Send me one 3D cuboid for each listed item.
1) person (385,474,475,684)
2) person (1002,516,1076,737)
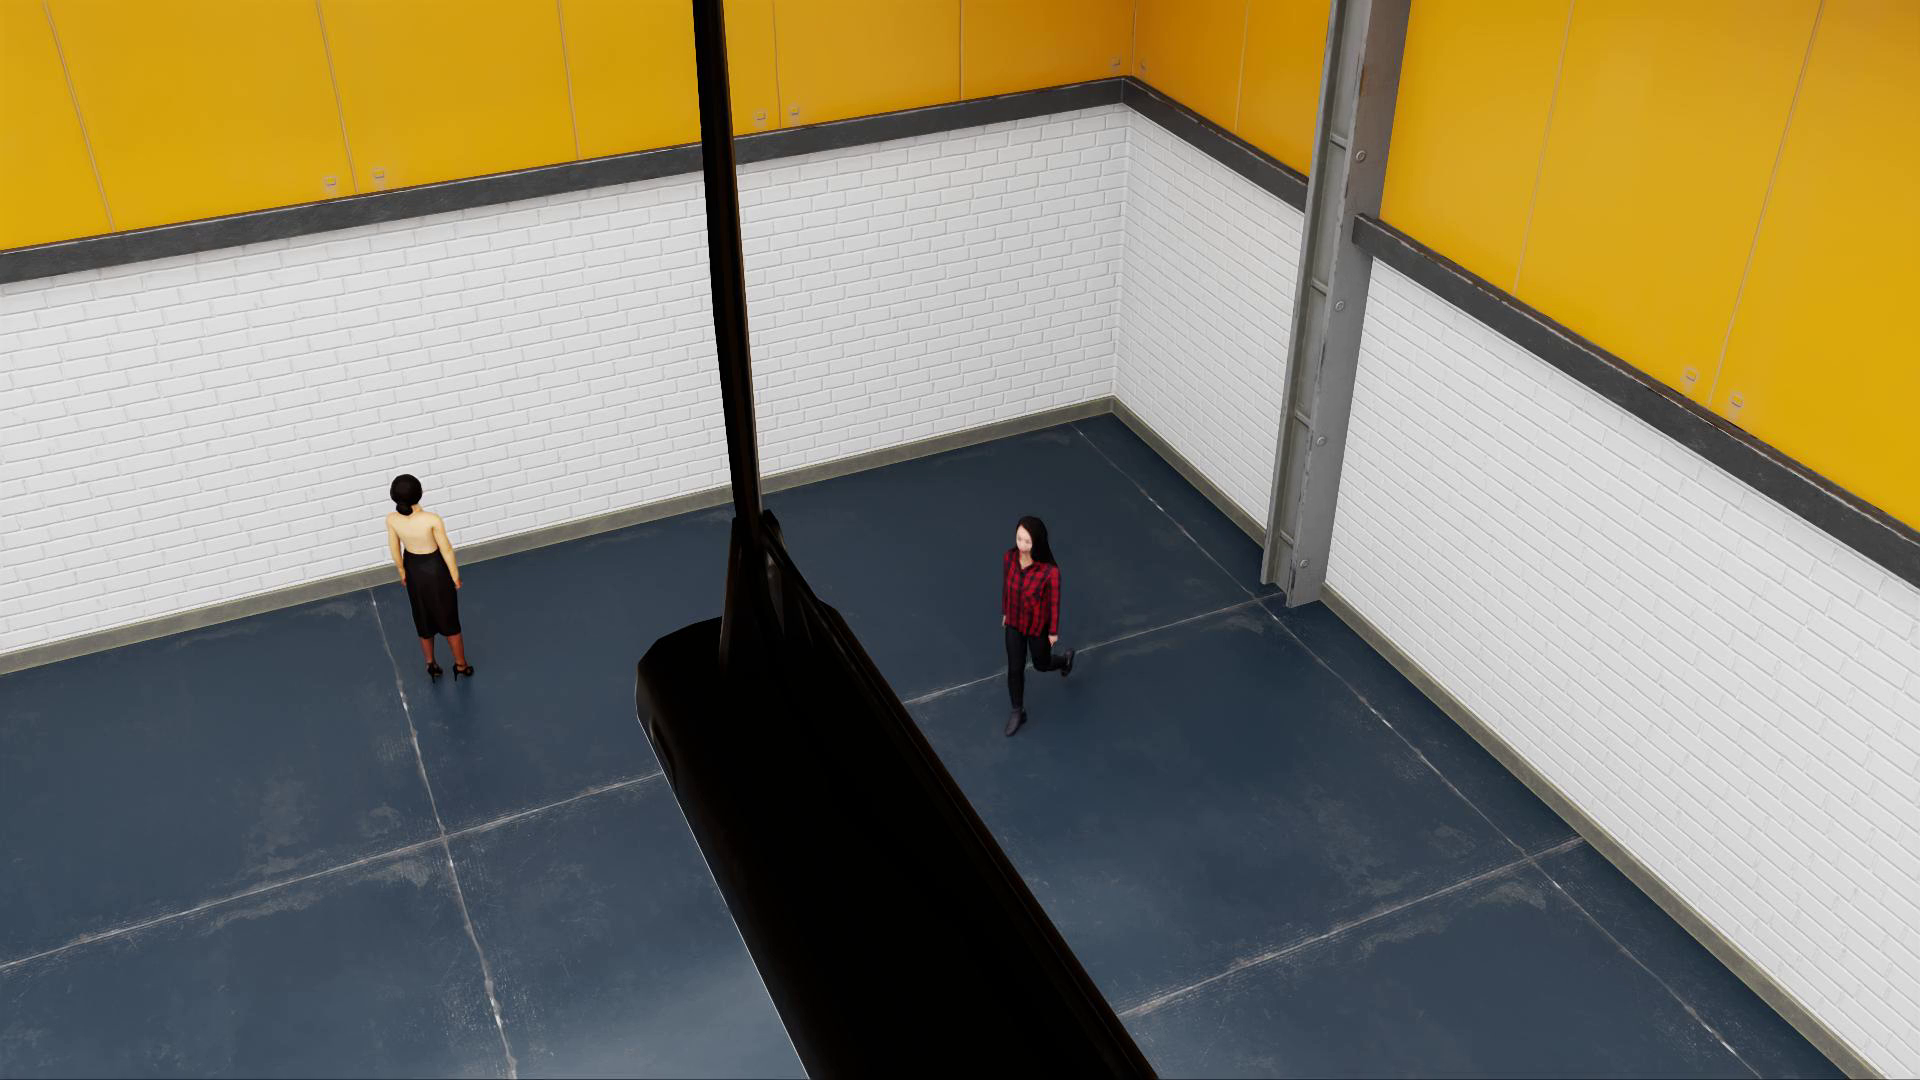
[{"bbox_3d":[-3.594,0.265,11.241,0.660,1.652,0.680,2,34,3],"label":"person"},{"bbox_3d":[0.510,0.500,10.901,0.974,1.637,0.932,21,39,28],"label":"person"}]
